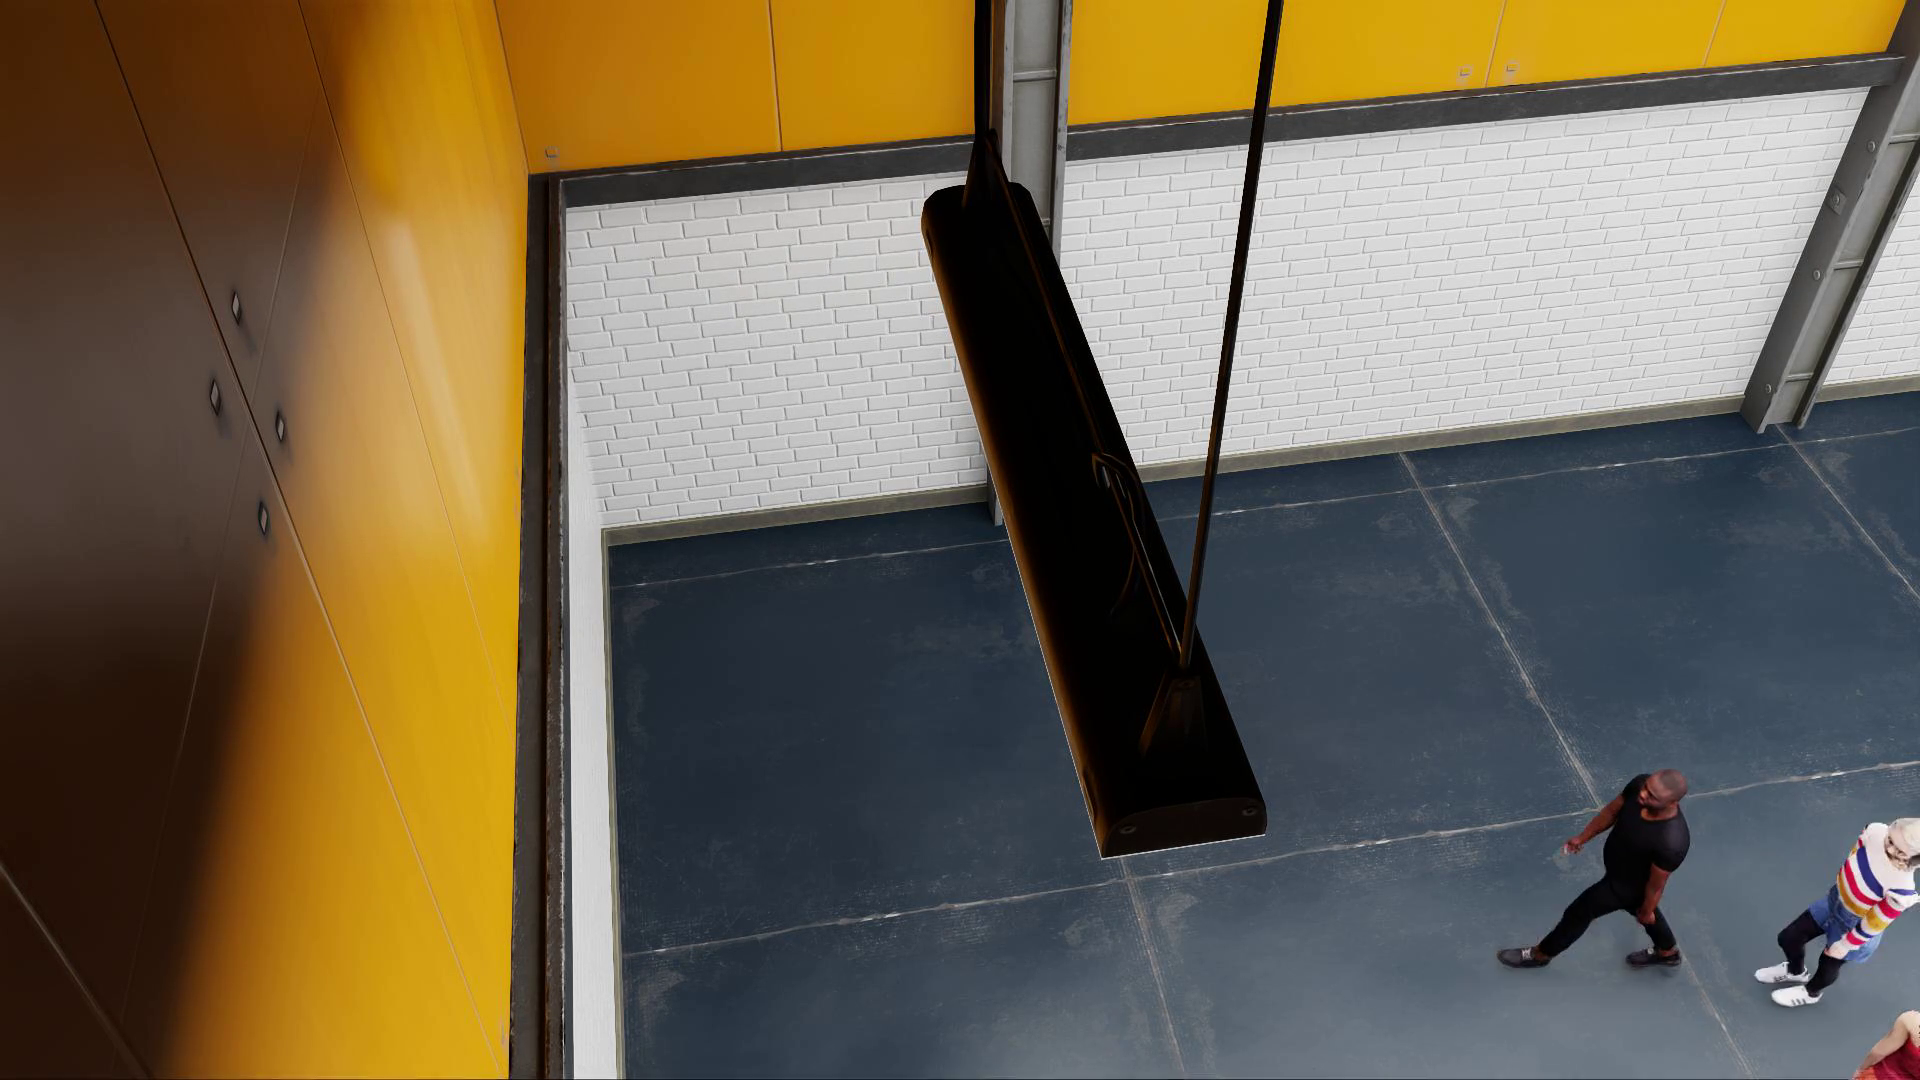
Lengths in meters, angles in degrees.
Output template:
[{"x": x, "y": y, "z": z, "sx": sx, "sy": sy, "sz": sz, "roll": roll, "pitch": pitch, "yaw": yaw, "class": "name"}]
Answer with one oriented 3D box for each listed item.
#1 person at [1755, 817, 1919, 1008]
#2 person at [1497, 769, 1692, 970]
[{"x": 4.693, "y": 1.970, "z": 8.616, "sx": 0.642, "sy": 1.786, "sz": 0.681, "roll": 1, "pitch": 44, "yaw": 1, "class": "person"}, {"x": 3.635, "y": 1.787, "z": 8.820, "sx": 1.312, "sy": 1.768, "sz": 0.912, "roll": 4, "pitch": 44, "yaw": 4, "class": "person"}]
